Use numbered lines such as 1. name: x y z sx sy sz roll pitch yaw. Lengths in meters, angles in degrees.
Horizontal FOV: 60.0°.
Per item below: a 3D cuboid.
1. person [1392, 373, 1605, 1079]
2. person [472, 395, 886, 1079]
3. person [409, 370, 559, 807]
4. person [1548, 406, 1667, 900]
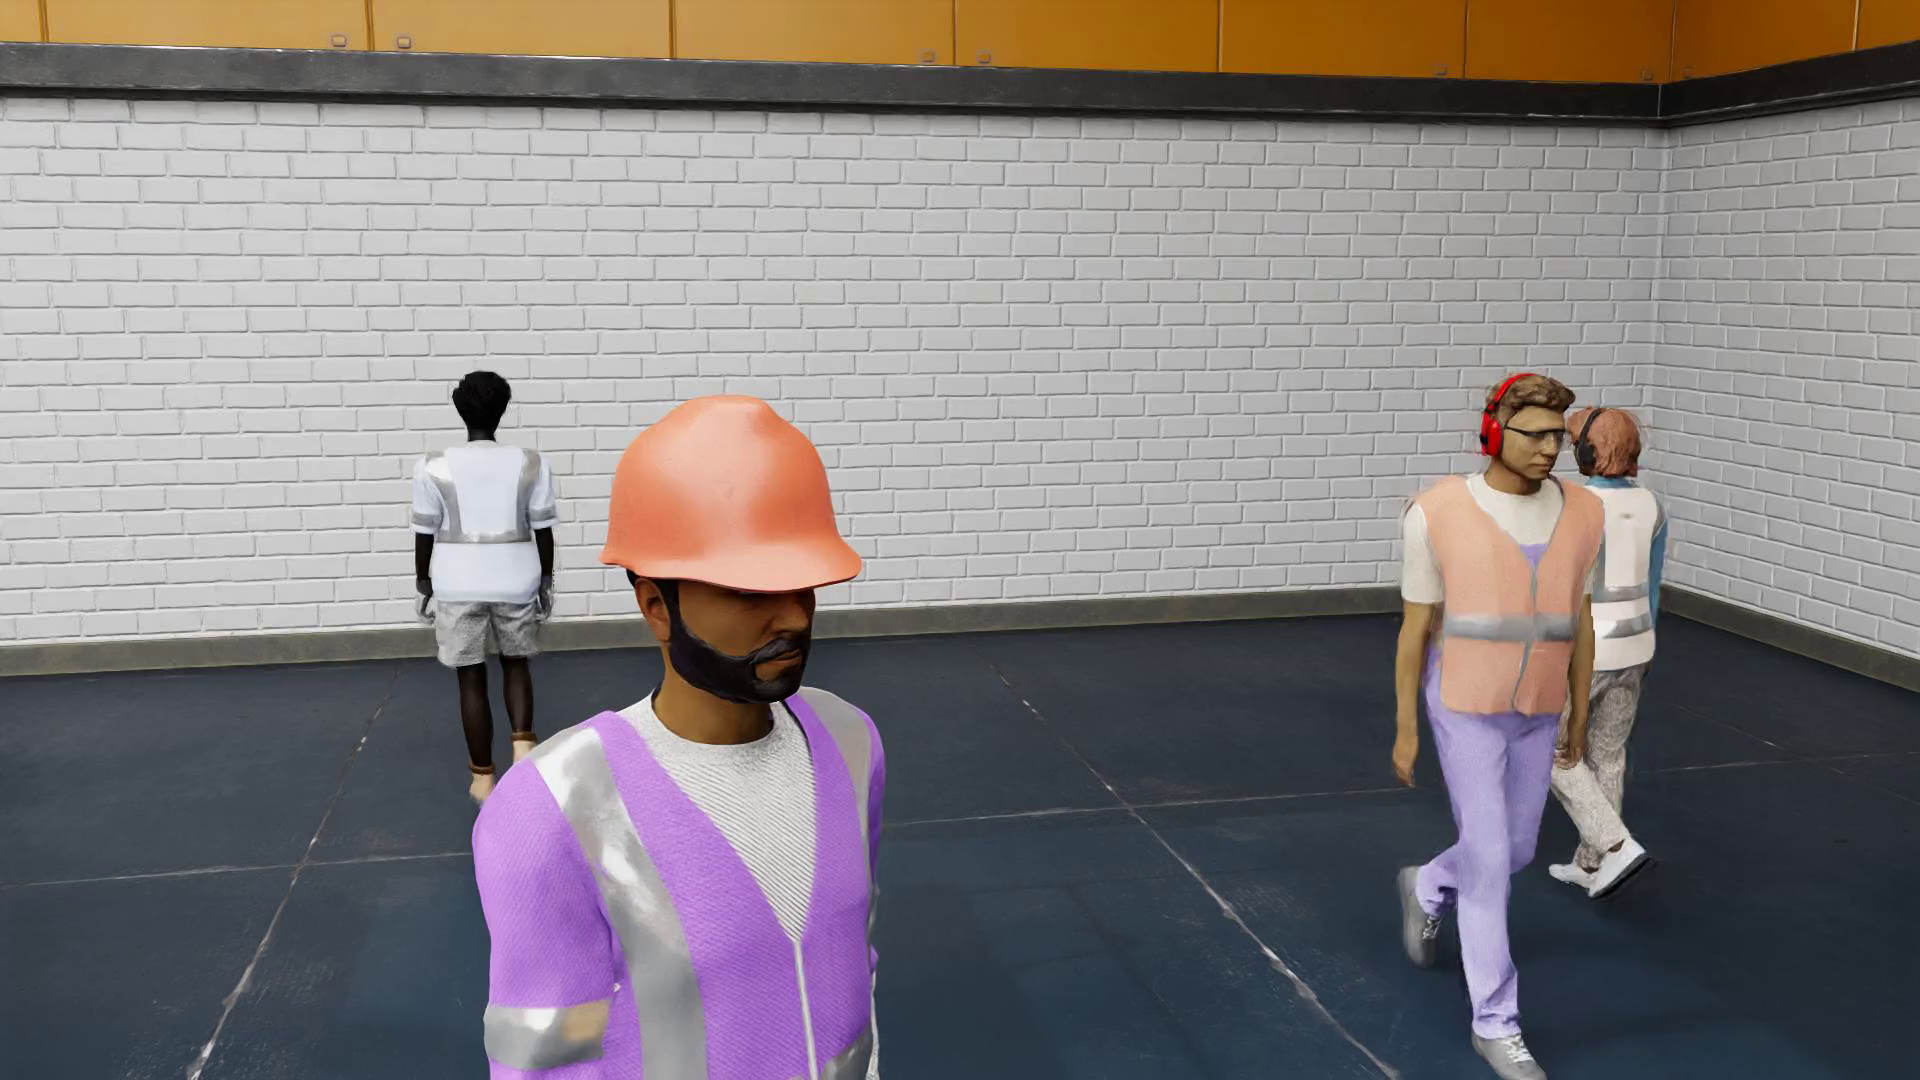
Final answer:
1. person: 1.406 0.446 4.470 0.568 1.813 0.811 -2 10 -15
2. person: -0.253 0.805 1.881 0.360 1.939 0.543 8 12 39
3. person: -1.825 0.189 6.403 0.546 1.676 0.370 -4 10 -24
4. person: 2.084 0.385 5.379 0.533 1.626 0.416 -5 10 -27
